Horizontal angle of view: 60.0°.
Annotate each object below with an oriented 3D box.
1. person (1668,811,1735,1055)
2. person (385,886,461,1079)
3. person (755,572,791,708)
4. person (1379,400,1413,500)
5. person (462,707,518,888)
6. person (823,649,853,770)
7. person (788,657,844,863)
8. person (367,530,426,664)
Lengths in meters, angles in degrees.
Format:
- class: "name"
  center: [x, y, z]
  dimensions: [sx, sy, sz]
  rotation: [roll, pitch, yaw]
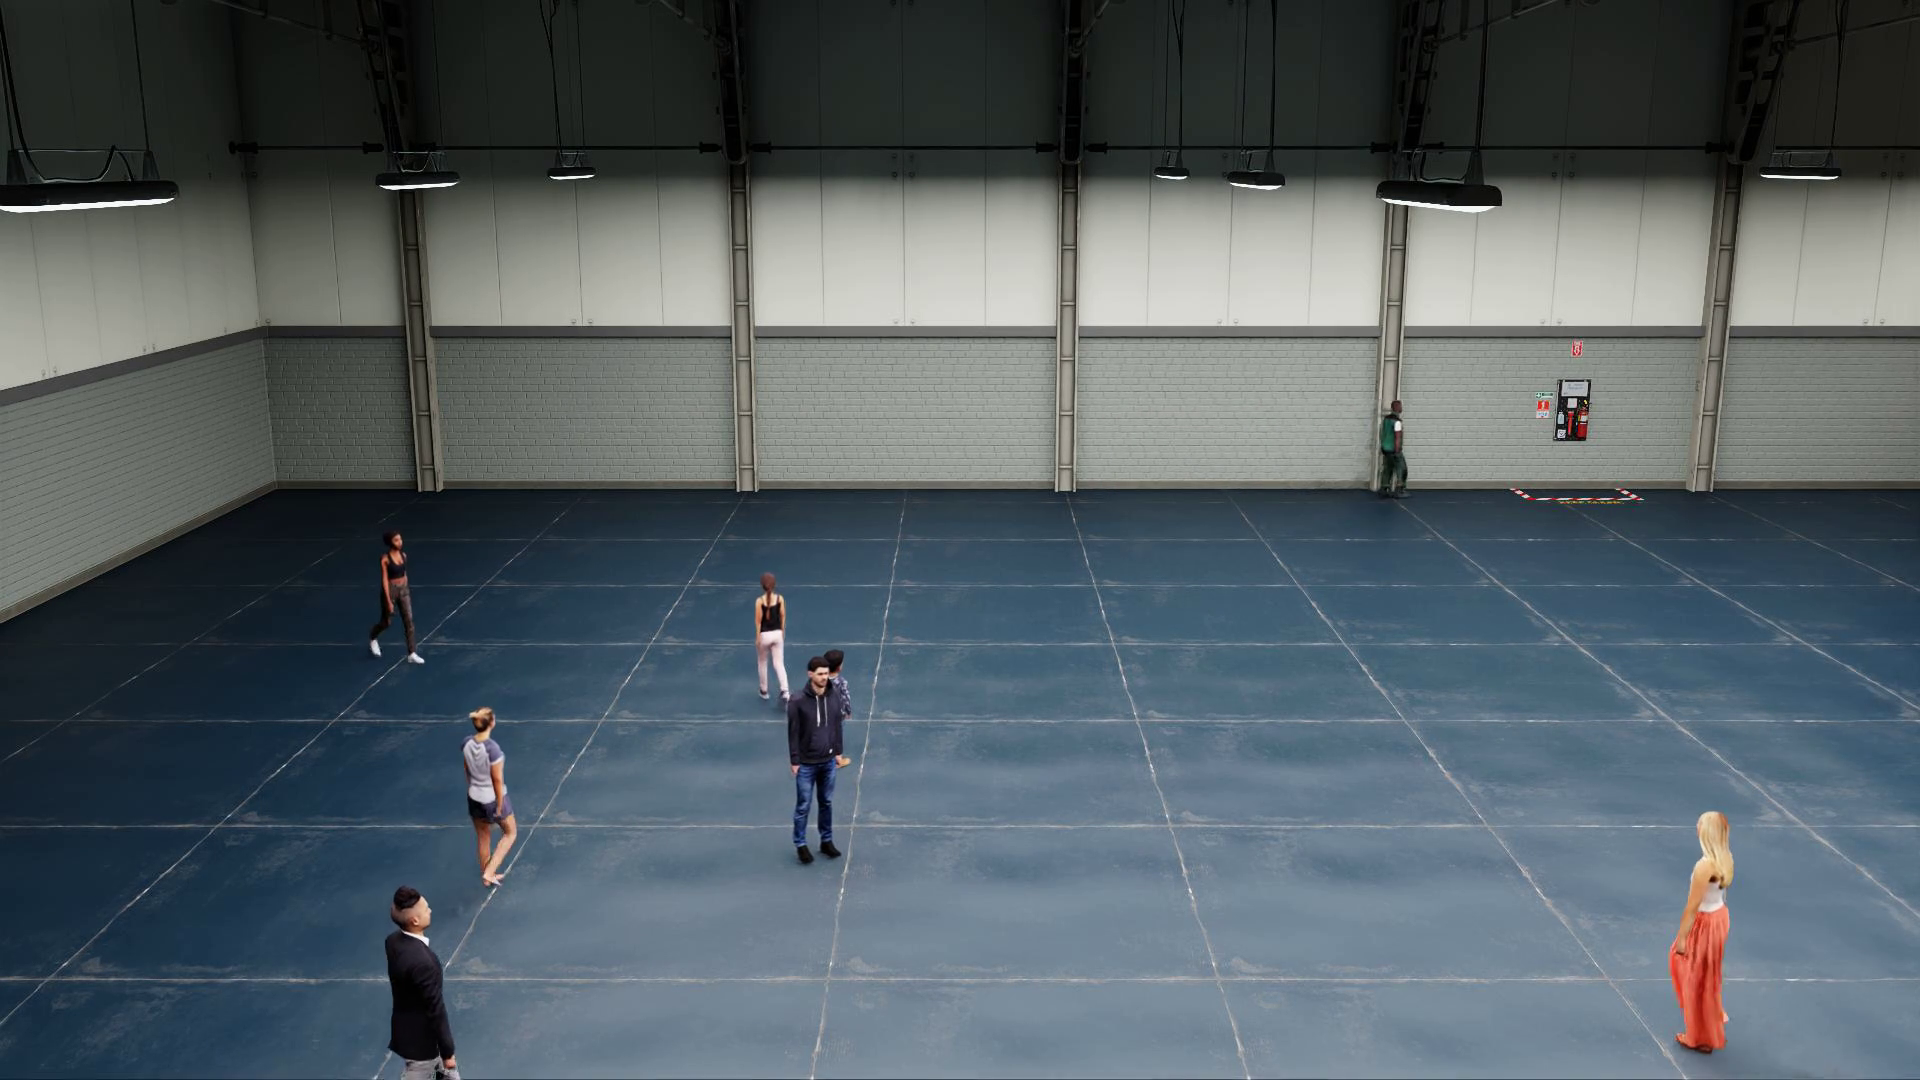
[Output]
- class: "person"
  center: [5.256, 2.750, 11.507]
  dimensions: [0.894, 1.792, 0.835]
  rotation: [12, 18, 42]
- class: "person"
  center: [-3.366, 3.020, 10.073]
  dimensions: [1.341, 1.913, 1.177]
  rotation: [-9, 16, -34]
- class: "person"
  center: [-2.135, 1.146, 18.991]
  dimensions: [0.996, 1.540, 0.846]
  rotation: [-6, 14, -23]
- class: "person"
  center: [7.820, -1.630, 30.352]
  dimensions: [0.925, 1.824, 0.841]
  rotation: [-4, 14, -16]
- class: "person"
  center: [-4.069, 2.225, 14.164]
  dimensions: [0.689, 1.615, 0.743]
  rotation: [6, 14, 23]
- class: "person"
  center: [-1.304, 1.733, 17.105]
  dimensions: [0.547, 1.248, 0.639]
  rotation: [6, 14, 25]
- class: "person"
  center: [-1.291, 1.930, 14.825]
  dimensions: [0.707, 1.891, 0.824]
  rotation: [-8, 15, -30]
- class: "person"
  center: [-7.064, 0.709, 20.598]
  dimensions: [1.184, 1.666, 0.994]
  rotation: [9, 16, 34]
